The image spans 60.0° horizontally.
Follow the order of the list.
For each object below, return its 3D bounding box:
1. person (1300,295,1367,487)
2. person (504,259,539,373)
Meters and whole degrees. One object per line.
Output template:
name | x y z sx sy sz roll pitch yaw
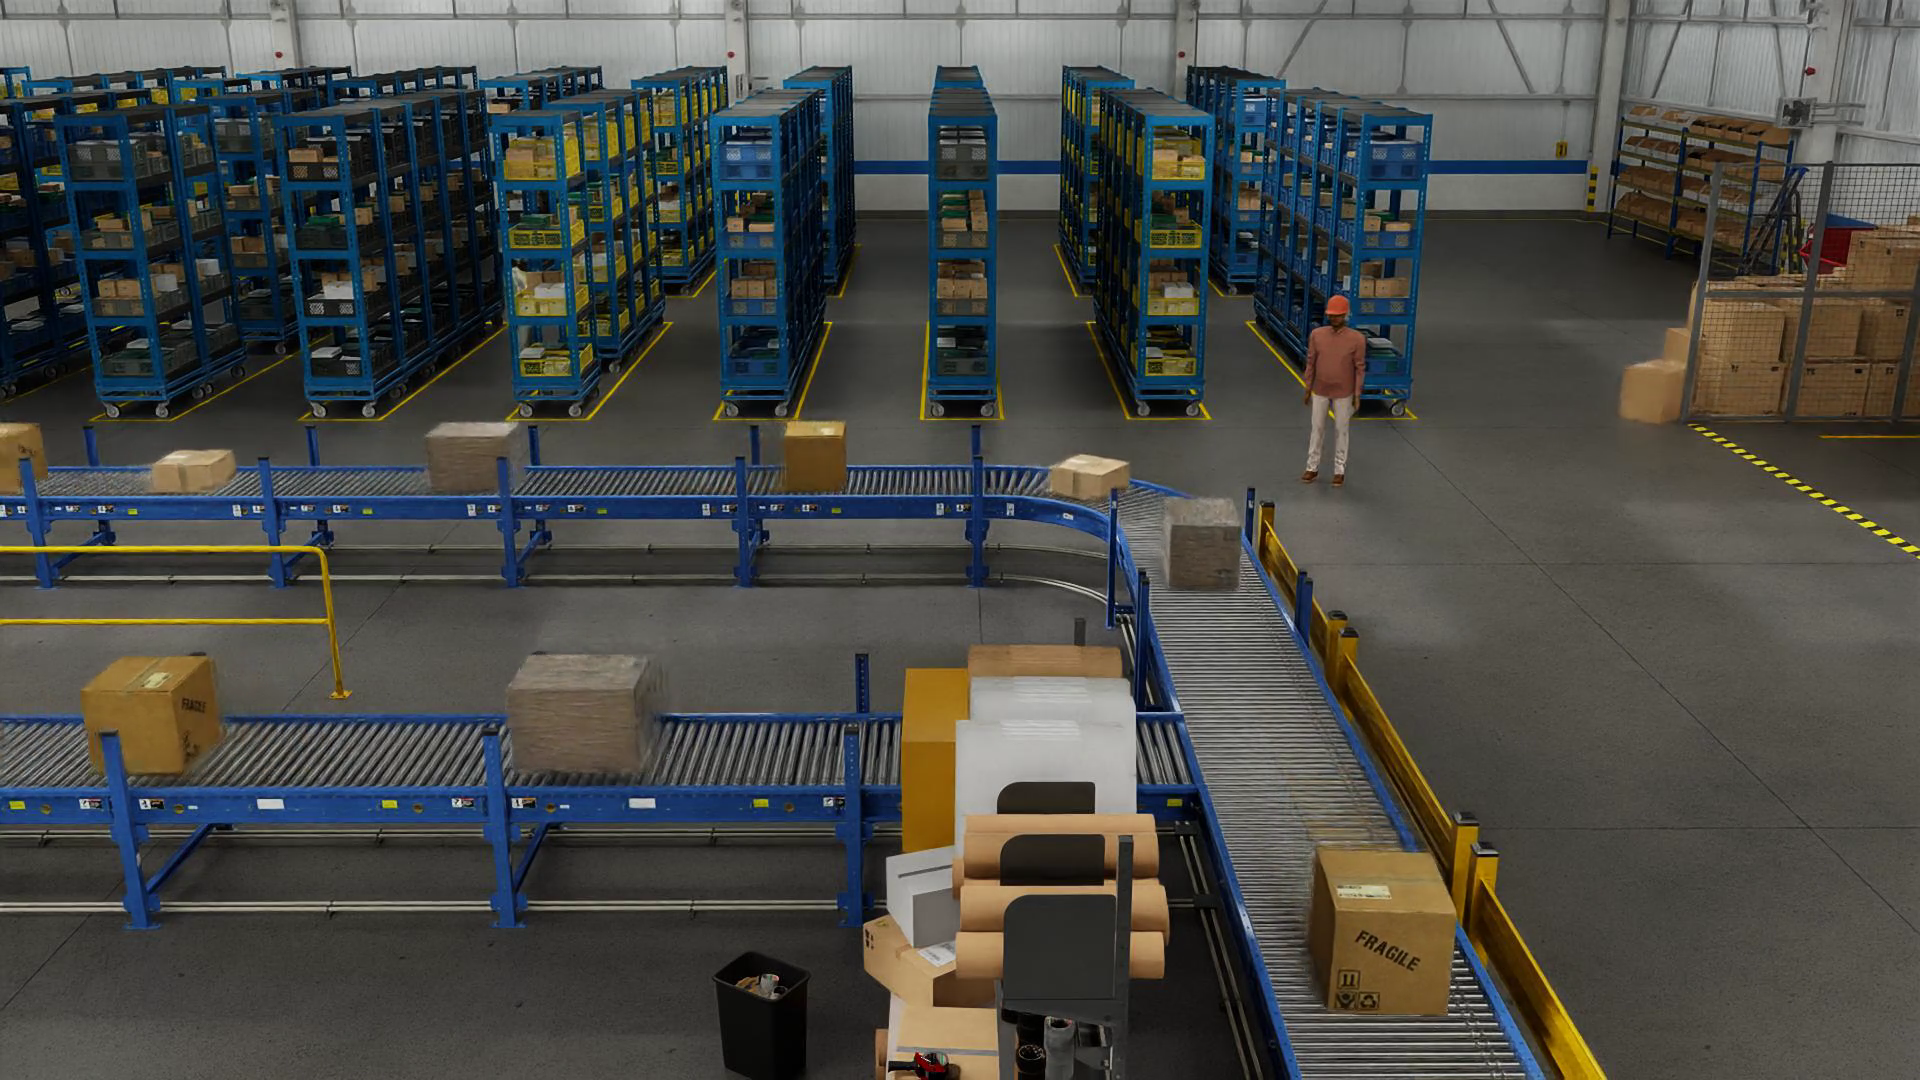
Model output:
person | 3.842 -1.537 17.147 0.608 1.996 0.382 9 20 26
person | -5.659 -2.954 21.778 0.403 1.828 0.597 10 20 27
